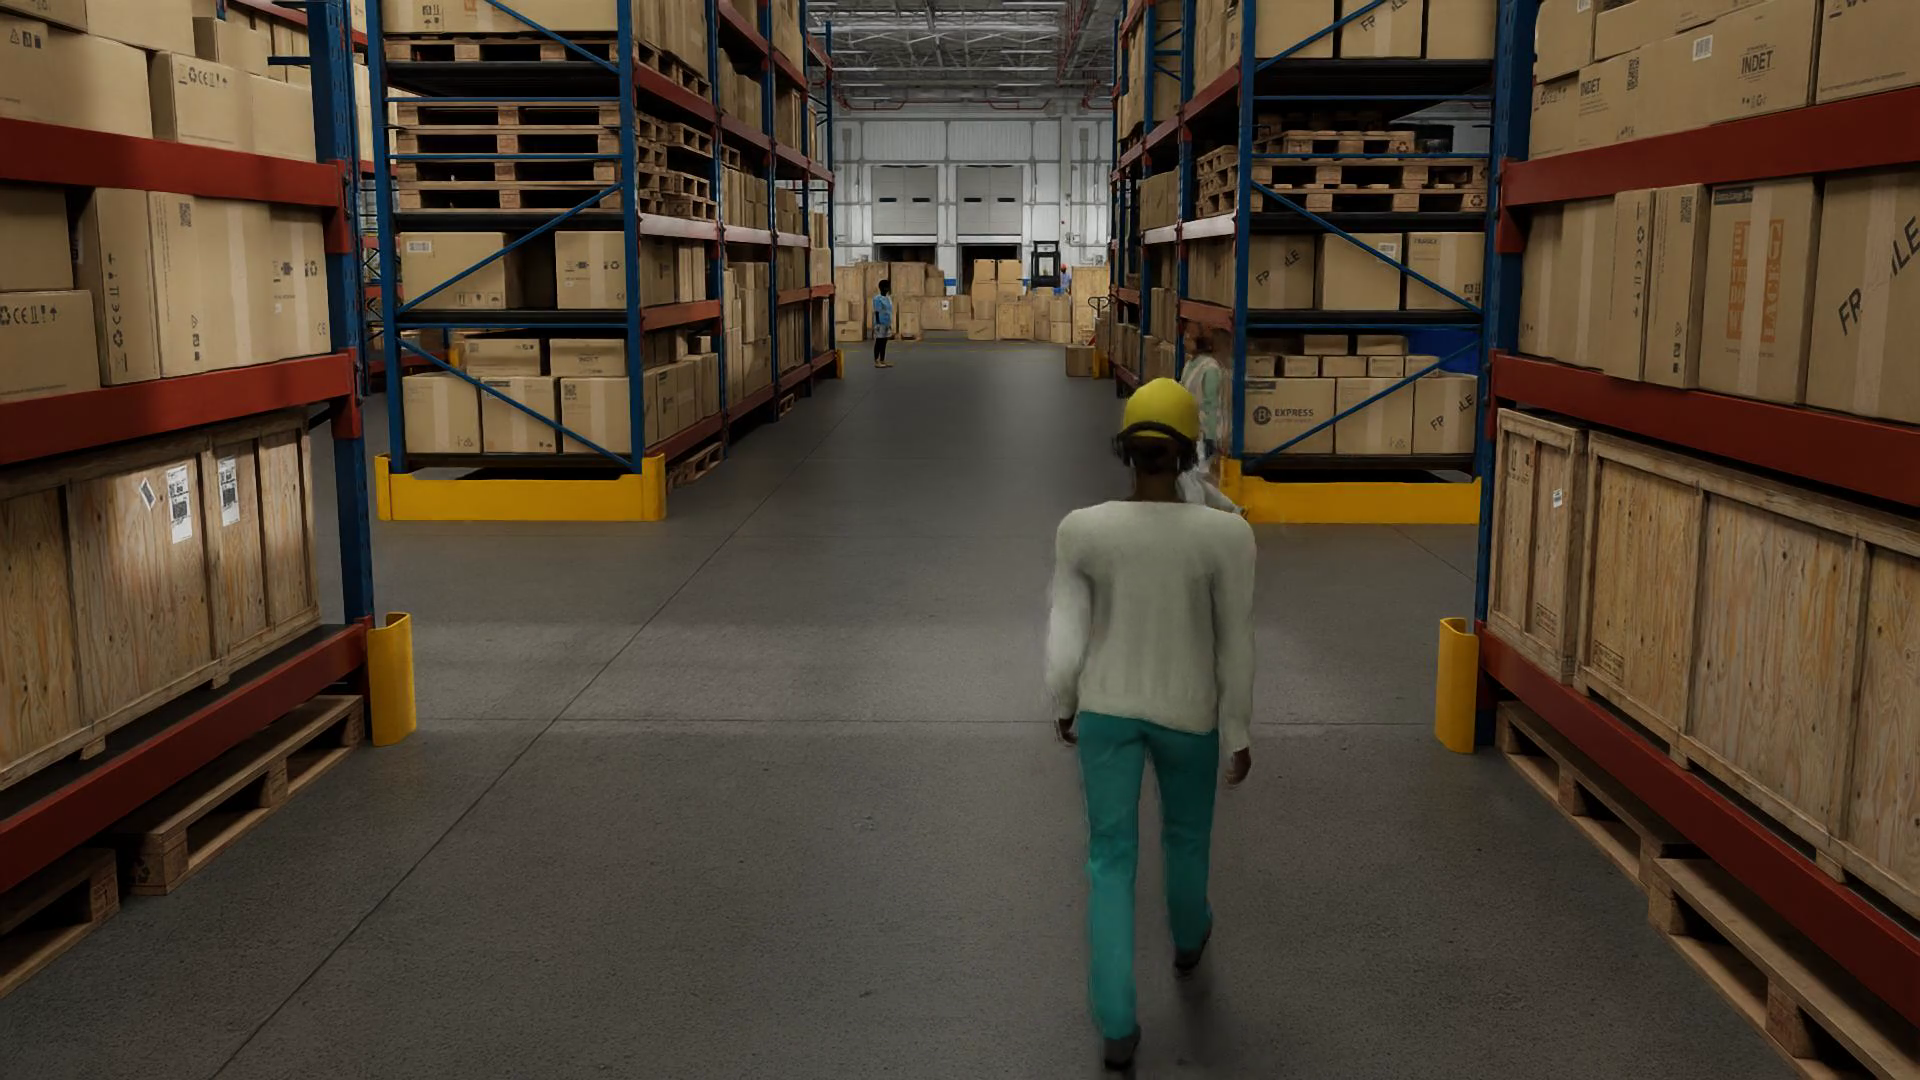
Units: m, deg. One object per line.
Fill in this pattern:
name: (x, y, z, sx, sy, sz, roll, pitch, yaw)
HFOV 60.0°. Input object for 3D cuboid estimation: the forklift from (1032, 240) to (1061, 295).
forklift: (3.176, -9.648, 61.352, 1.129, 2.768, 1.873, 0, 9, 1)

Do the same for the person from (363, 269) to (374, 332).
person: (-14.175, -5.485, 39.406, 1.010, 1.880, 0.566, -1, 10, -7)

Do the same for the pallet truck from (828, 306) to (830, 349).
pallet truck: (-3.100, -3.940, 29.800, 1.885, 1.965, 0.823, 3, 10, 19)

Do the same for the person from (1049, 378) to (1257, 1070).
person: (0.508, 0.435, 4.399, 0.549, 1.714, 0.892, 2, 10, 14)

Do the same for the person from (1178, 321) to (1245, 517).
person: (1.737, -0.725, 11.675, 0.527, 1.624, 0.519, -2, 10, -12)

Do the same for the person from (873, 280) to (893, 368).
person: (-1.482, -4.154, 31.986, 0.322, 1.694, 0.536, 5, 11, 26)

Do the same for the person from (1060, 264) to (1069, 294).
person: (4.290, -10.427, 68.838, 0.374, 1.935, 0.552, -5, 11, -27)

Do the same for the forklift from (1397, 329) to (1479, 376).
forklift: (6.984, -3.541, 24.772, 1.129, 2.768, 1.873, -4, 10, -24)
